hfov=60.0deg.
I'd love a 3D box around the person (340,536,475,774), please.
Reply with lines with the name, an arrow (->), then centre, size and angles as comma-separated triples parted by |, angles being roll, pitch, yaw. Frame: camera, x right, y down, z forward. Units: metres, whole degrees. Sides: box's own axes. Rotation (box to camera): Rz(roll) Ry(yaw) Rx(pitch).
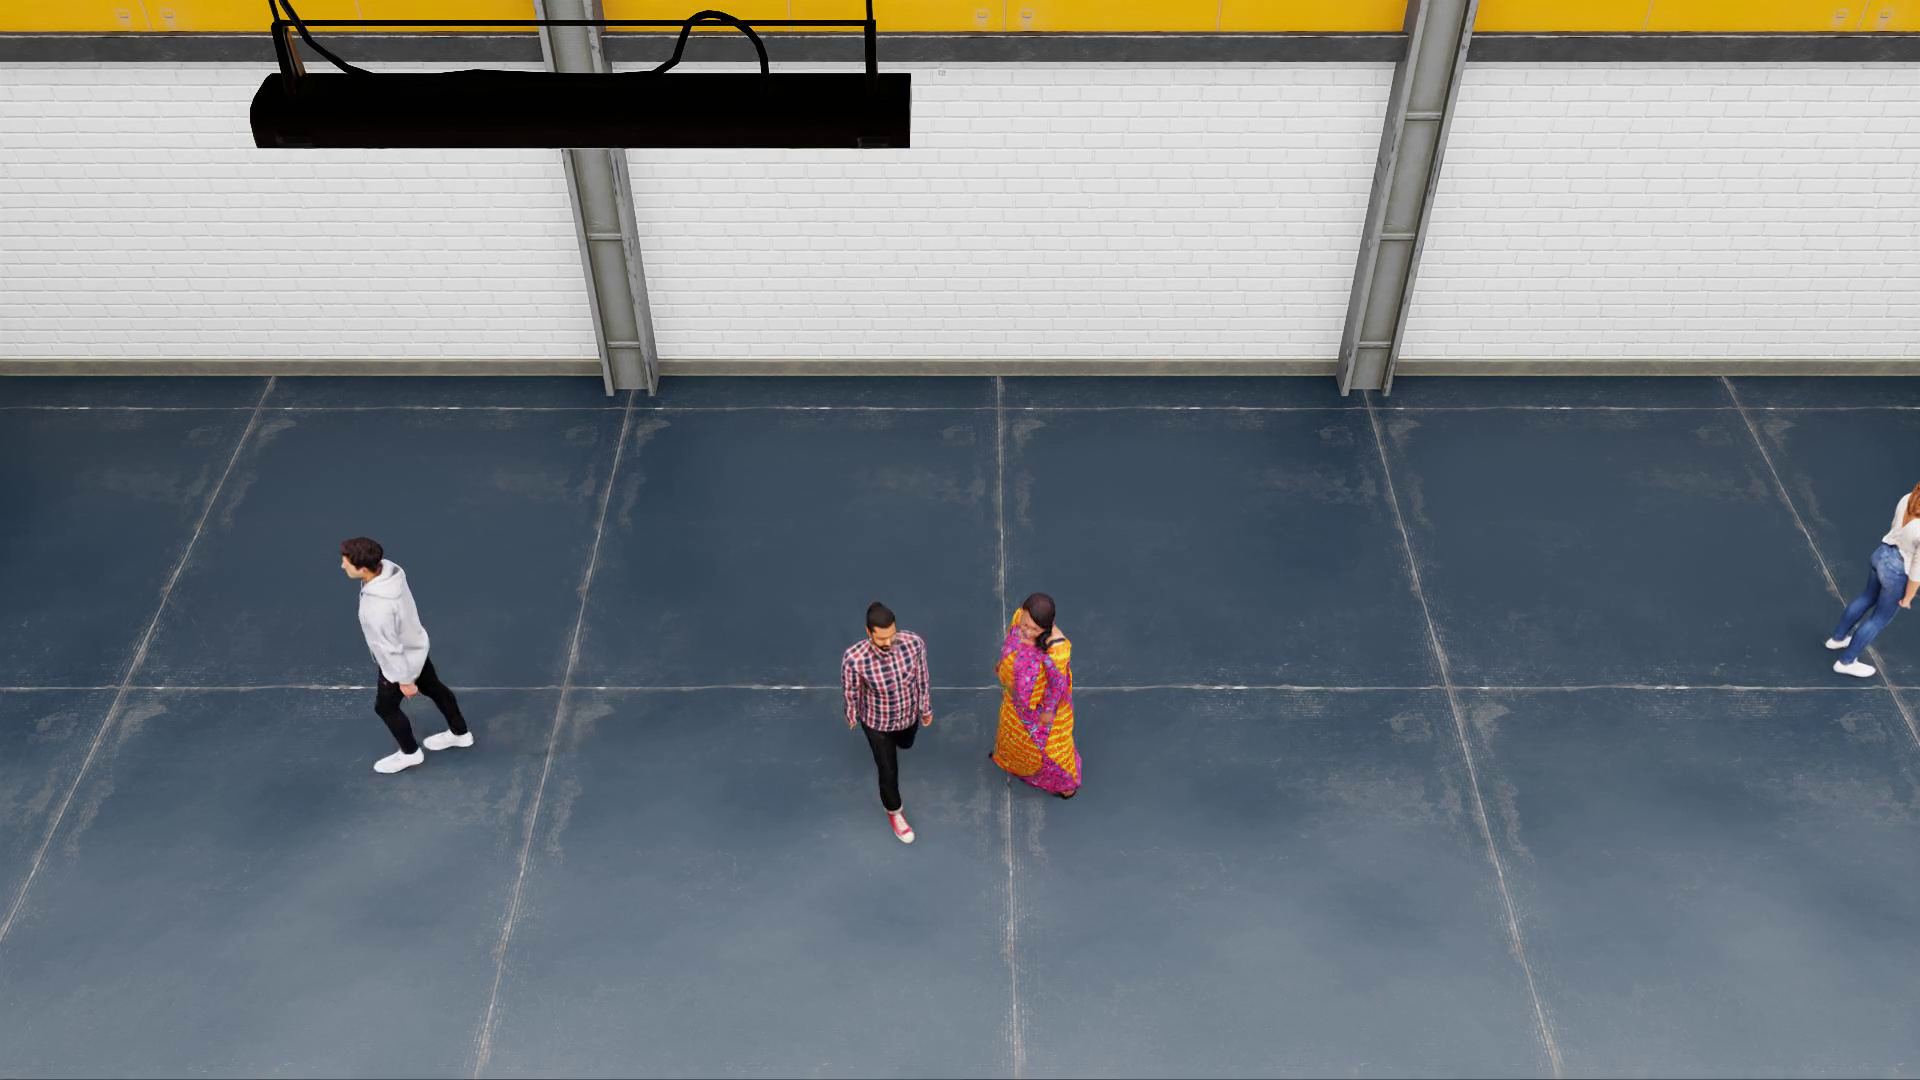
person -> -3.327, 0.687, 10.233 | 0.912, 1.906, 0.807 | -7, 44, -7

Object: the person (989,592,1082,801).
person -> 0.444, 0.879, 10.197 | 0.952, 1.677, 0.955 | -11, 45, -11

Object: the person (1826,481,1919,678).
person -> 6.093, 0.206, 10.870 | 0.520, 1.725, 0.617 | 1, 44, 2

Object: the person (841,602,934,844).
person -> -0.447, 0.974, 10.045 | 1.128, 1.751, 1.046 | -19, 47, -19
